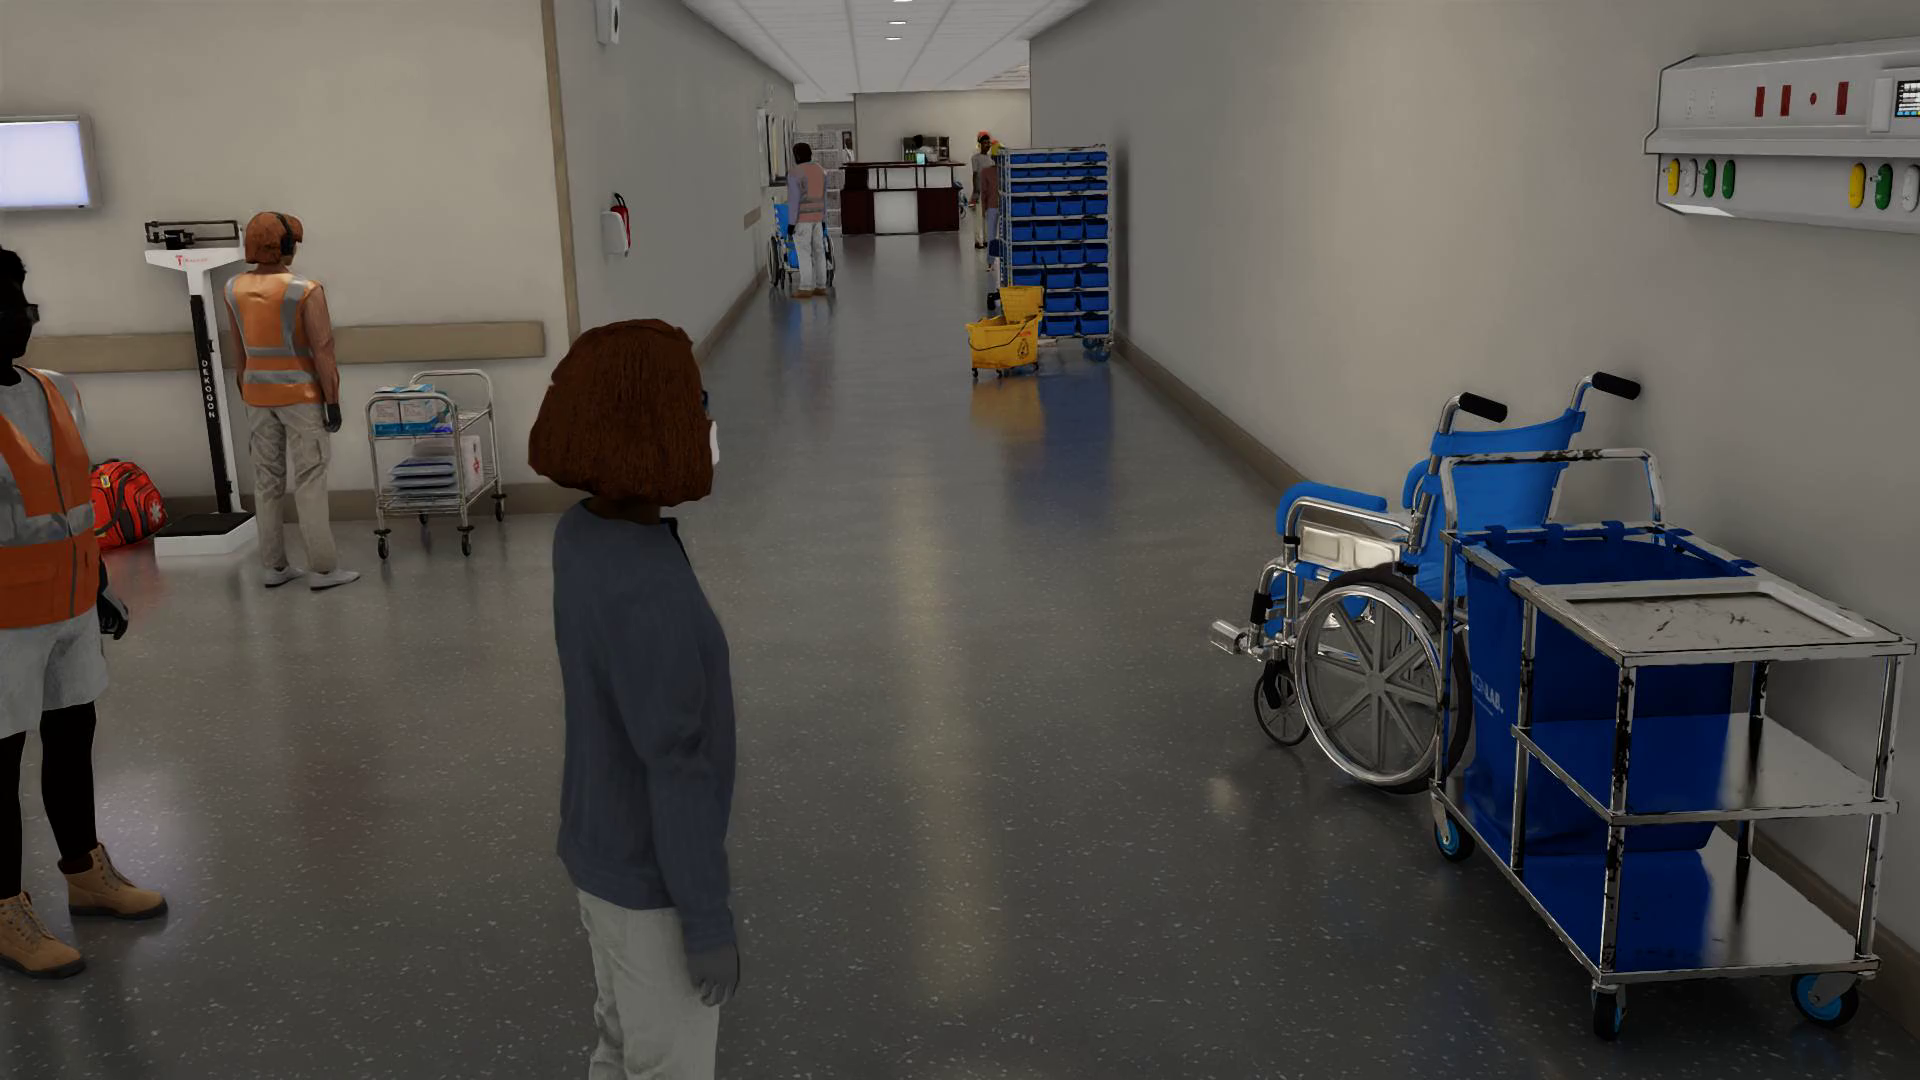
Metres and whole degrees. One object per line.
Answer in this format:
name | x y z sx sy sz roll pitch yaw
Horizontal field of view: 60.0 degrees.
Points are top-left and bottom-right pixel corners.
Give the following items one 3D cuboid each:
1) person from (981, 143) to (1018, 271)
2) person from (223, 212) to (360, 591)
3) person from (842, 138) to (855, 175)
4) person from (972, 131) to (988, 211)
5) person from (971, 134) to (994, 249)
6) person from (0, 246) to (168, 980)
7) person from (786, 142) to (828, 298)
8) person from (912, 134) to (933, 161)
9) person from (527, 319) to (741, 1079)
person | 0.548 -4.595 23.003 0.522 1.758 0.349 0 14 8
person | -2.902 -0.587 7.193 0.514 1.635 0.311 2 14 17
person | -3.220 -10.756 48.499 0.356 1.883 0.573 4 15 21
person | 0.540 -9.227 41.592 0.421 1.989 0.632 3 14 18
person | 0.416 -5.807 27.756 0.520 1.874 0.332 -14 19 -42
person | -2.184 0.161 3.895 0.320 1.698 0.531 2 14 13
person | -1.852 -3.835 19.984 0.429 1.840 0.636 9 17 37
person | -0.793 -8.870 40.380 0.451 1.922 0.764 11 18 41
person | -0.440 0.494 2.453 0.281 1.634 0.498 -8 15 -23
